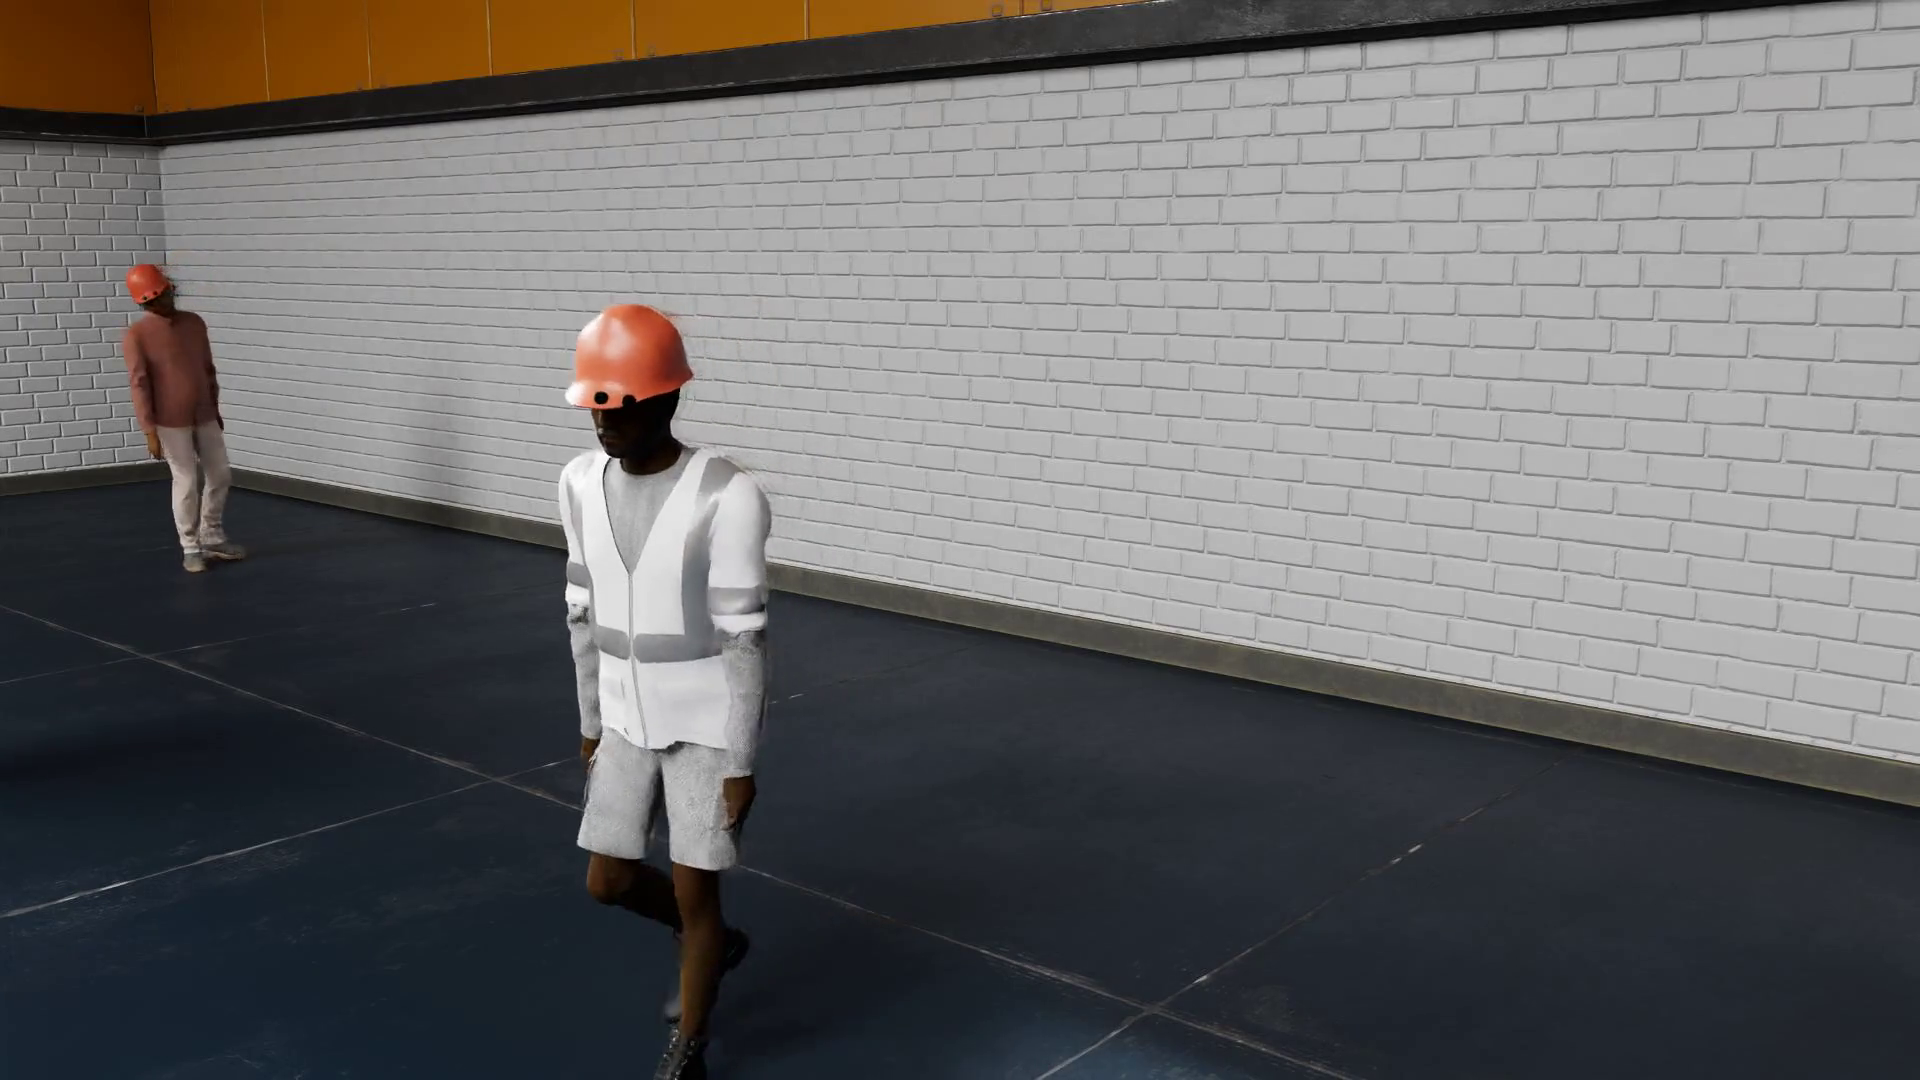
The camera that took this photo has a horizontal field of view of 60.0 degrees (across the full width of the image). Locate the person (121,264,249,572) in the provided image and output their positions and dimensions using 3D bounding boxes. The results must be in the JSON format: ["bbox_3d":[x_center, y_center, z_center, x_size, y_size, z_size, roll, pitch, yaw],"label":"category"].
[{"bbox_3d":[-4.867,-0.754,10.406,0.392,1.925,0.740,4,11,23],"label":"person"}]

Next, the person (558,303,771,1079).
[{"bbox_3d":[-0.648,0.414,3.805,0.557,1.908,0.649,4,11,23],"label":"person"}]
